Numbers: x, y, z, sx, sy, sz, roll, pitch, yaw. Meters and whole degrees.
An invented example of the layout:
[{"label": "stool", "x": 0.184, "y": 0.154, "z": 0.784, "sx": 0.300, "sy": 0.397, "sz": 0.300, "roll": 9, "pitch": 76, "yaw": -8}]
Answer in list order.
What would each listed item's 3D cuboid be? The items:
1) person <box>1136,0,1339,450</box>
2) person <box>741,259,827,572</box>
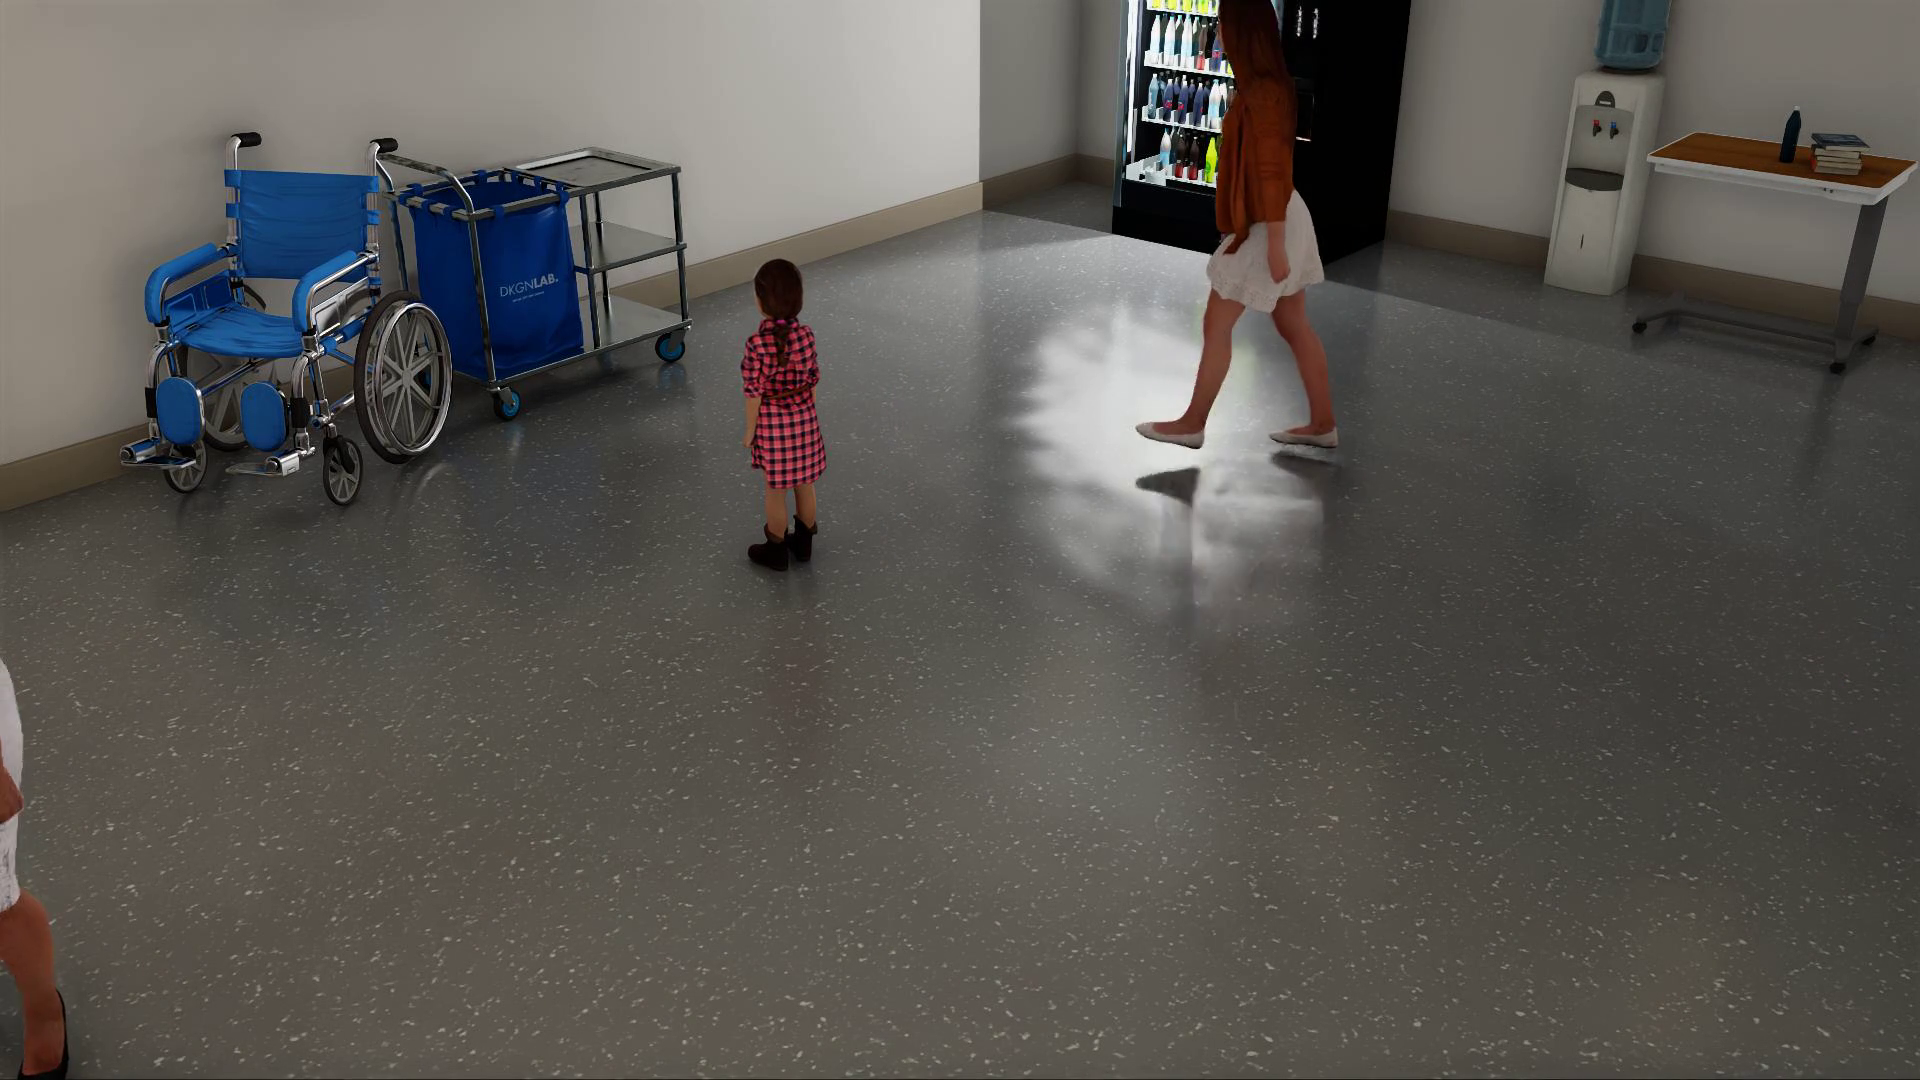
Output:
[{"label": "person", "x": 1.169, "y": -1.080, "z": 5.975, "sx": 1.083, "sy": 1.670, "sz": 0.897, "roll": 8, "pitch": 27, "yaw": 17}, {"label": "person", "x": -0.568, "y": -0.394, "z": 5.299, "sx": 0.463, "sy": 1.022, "sz": 0.486, "roll": -19, "pitch": 31, "yaw": -33}]
